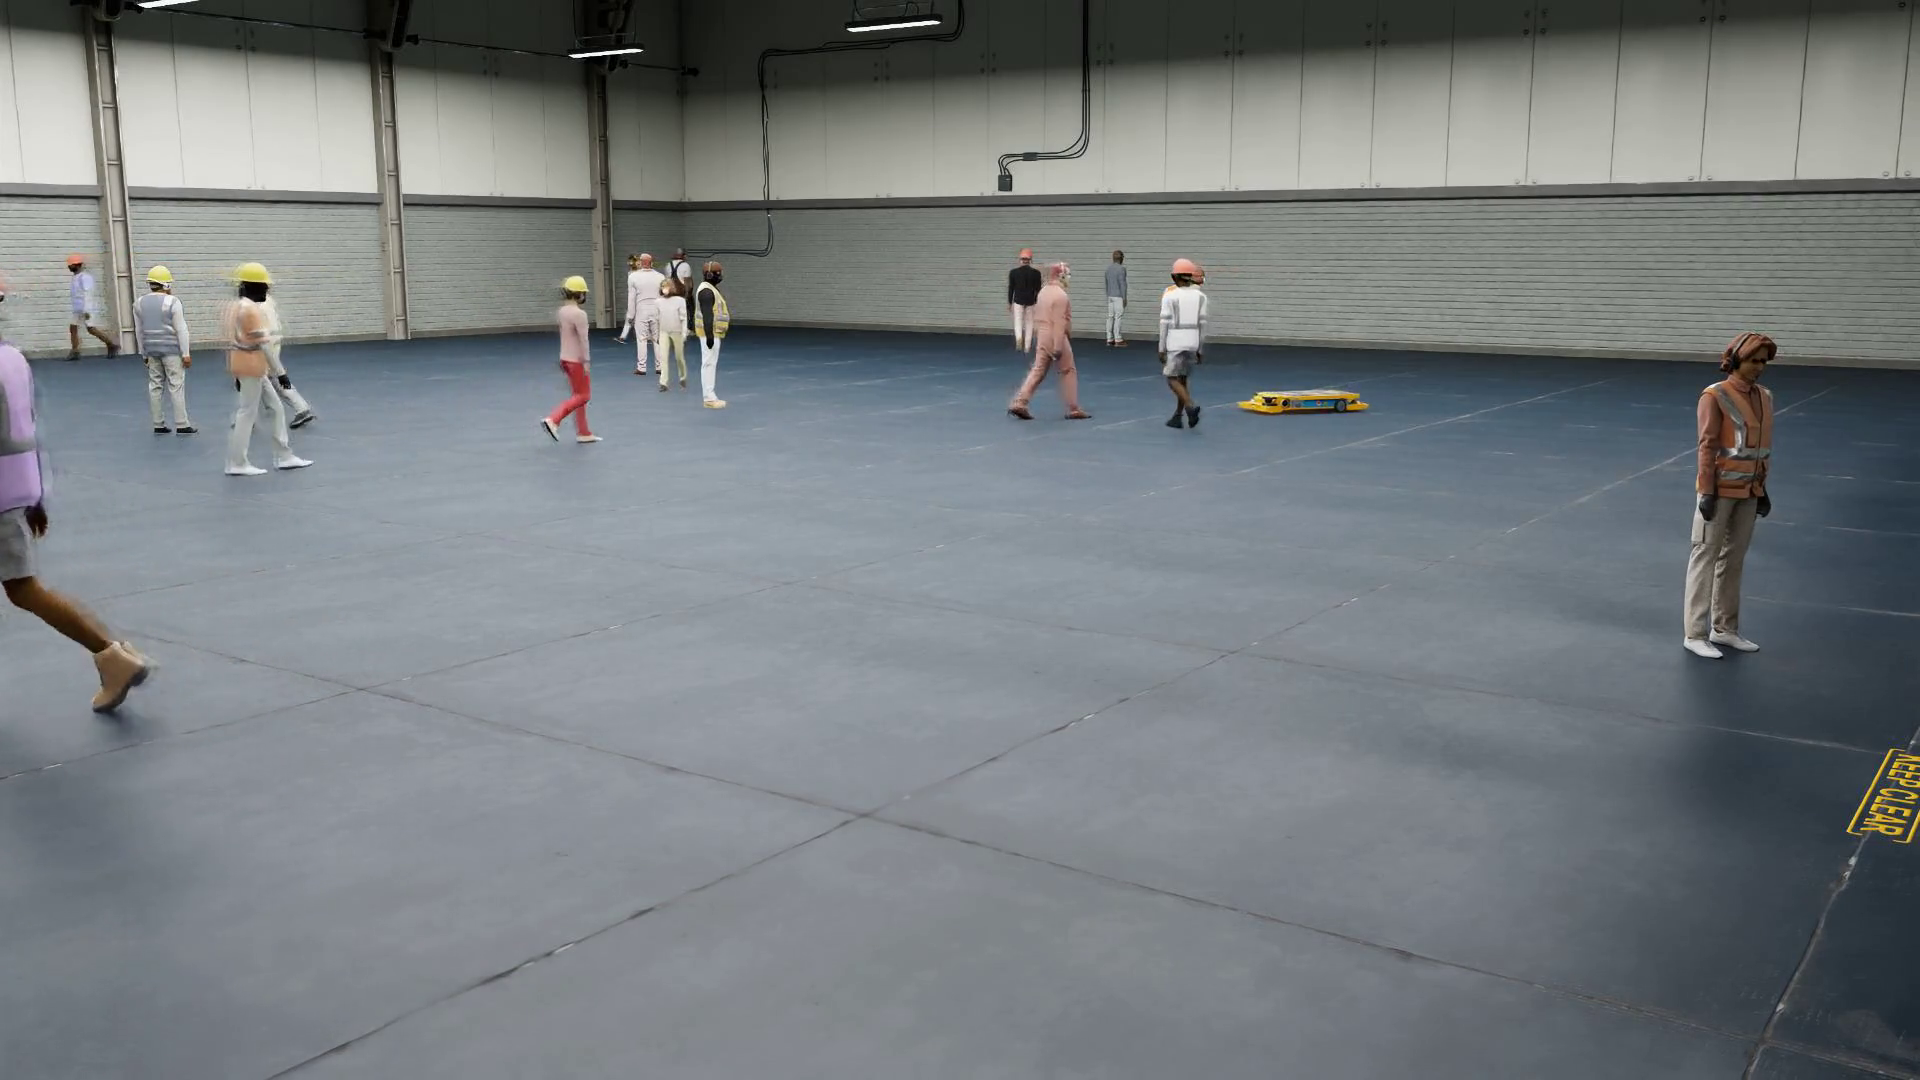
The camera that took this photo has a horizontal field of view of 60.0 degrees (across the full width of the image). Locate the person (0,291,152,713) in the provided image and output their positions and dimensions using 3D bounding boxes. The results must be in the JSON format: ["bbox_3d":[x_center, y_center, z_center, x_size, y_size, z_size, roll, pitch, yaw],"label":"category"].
[{"bbox_3d":[-4.118,-0.197,7.237,1.023,2.003,0.622,-2,10,-10],"label":"person"}]

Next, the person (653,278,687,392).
[{"bbox_3d":[-4.077,-2.913,23.538,0.502,1.596,0.822,1,10,5],"label":"person"}]

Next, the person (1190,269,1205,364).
[{"bbox_3d":[4.090,-3.861,28.753,0.285,1.634,0.499,1,10,3],"label":"person"}]

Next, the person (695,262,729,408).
[{"bbox_3d":[-3.133,-2.591,21.059,0.430,1.844,0.624,-1,10,-3],"label":"person"}]

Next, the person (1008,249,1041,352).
[{"bbox_3d":[1.230,-4.509,31.445,0.624,1.971,0.768,0,10,2],"label":"person"}]

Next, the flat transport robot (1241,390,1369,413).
[{"bbox_3d":[4.273,-1.725,20.609,1.431,0.197,0.652,-3,11,-19],"label":"flat transport robot"}]

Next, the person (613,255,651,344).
[{"bbox_3d":[-6.692,-4.899,34.041,0.516,1.831,0.932,6,12,32],"label":"person"}]

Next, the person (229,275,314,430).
[{"bbox_3d":[-7.699,-2.108,18.529,0.855,1.790,0.611,0,10,-1],"label":"person"}]

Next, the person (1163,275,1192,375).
[{"bbox_3d":[3.433,-3.439,26.220,0.535,1.697,0.318,8,13,39],"label":"person"}]

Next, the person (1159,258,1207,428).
[{"bbox_3d":[2.494,-2.163,18.467,0.553,1.916,0.744,-4,11,-21],"label":"person"}]

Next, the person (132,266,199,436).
[{"bbox_3d":[-8.570,-2.033,17.952,0.588,1.835,0.403,2,10,11],"label":"person"}]

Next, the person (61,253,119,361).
[{"bbox_3d":[-15.514,-4.129,29.524,0.550,1.907,0.913,7,12,35],"label":"person"}]

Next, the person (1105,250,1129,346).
[{"bbox_3d":[3.174,-4.881,33.615,0.360,1.937,0.635,-6,12,-29],"label":"person"}]

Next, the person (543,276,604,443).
[{"bbox_3d":[-4.014,-1.846,17.160,0.620,1.748,0.527,-8,13,-37],"label":"person"}]

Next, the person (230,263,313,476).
[{"bbox_3d":[-6.223,-1.528,14.950,0.839,1.893,0.594,-5,11,-28],"label":"person"}]

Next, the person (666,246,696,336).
[{"bbox_3d":[-6.162,-5.527,36.946,0.691,2.000,0.598,6,12,29],"label":"person"}]

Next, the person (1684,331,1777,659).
[{"bbox_3d":[3.895,-0.229,8.398,0.514,1.640,0.310,-6,12,-30],"label":"person"}]

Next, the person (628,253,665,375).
[{"bbox_3d":[-4.961,-3.575,26.379,0.648,1.913,0.409,-6,12,-30],"label":"person"}]

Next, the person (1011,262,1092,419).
[{"bbox_3d":[1.047,-2.338,19.622,0.968,1.865,0.650,-5,11,-24],"label":"person"}]
